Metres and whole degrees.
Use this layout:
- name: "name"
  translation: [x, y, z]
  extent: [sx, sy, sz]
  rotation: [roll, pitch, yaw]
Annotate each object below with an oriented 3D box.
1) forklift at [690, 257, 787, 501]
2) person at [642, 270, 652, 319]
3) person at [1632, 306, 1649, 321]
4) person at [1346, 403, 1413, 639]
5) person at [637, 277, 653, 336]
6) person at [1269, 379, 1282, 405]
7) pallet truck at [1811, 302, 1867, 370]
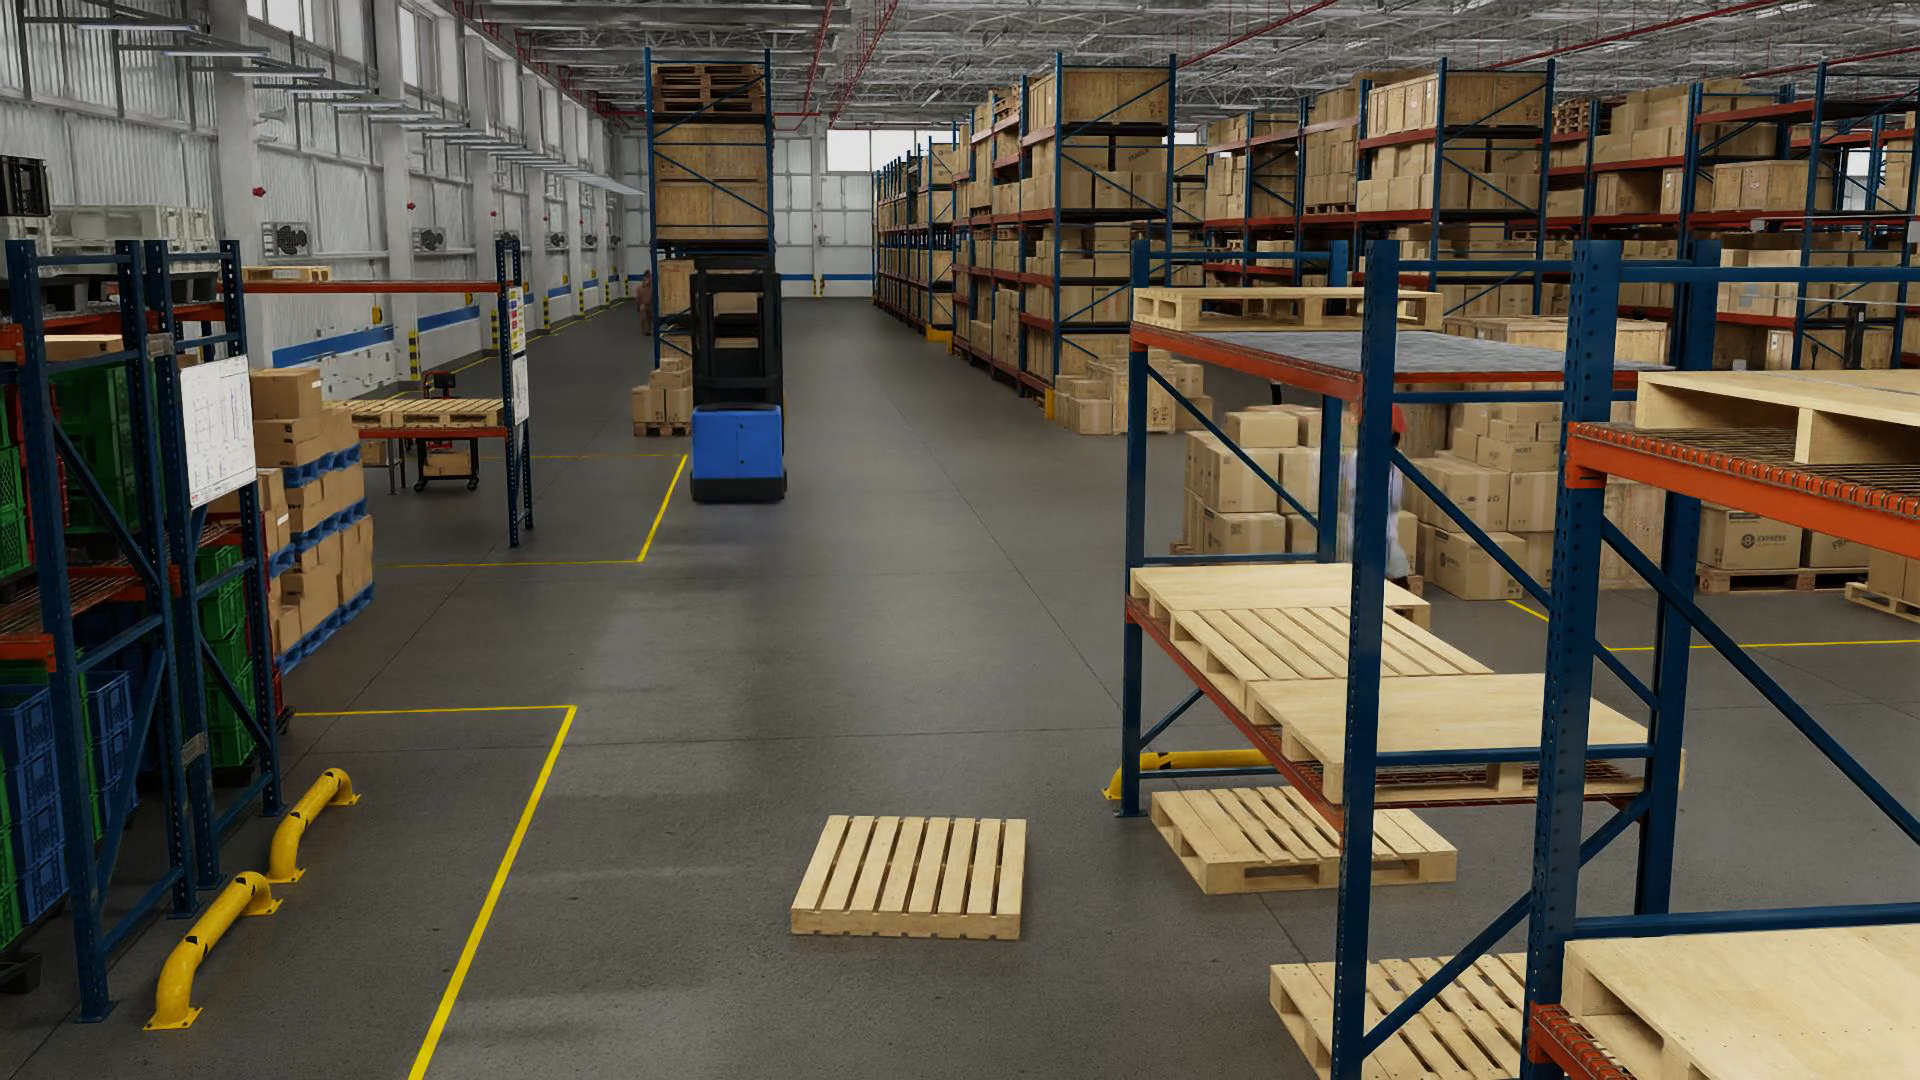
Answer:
- name: "forklift"
  translation: [-2.650, -1.955, 19.765]
  extent: [1.129, 2.768, 1.873]
  rotation: [-1, 10, -6]
- name: "person"
  translation: [-12.089, -9.523, 64.449]
  extent: [0.400, 1.894, 0.653]
  rotation: [8, 13, 39]
- name: "person"
  translation: [12.541, -3.411, 30.754]
  extent: [0.430, 1.835, 0.628]
  rotation: [1, 10, 8]
- name: "person"
  translation: [2.983, -0.005, 11.649]
  extent: [0.554, 1.908, 0.779]
  rotation: [-6, 12, -30]
- name: "person"
  translation: [-9.921, -7.407, 52.840]
  extent: [0.646, 1.857, 1.037]
  rotation: [-4, 11, -22]
- name: "person"
  translation: [5.373, -2.925, 28.424]
  extent: [0.319, 1.696, 0.532]
  rotation: [0, 10, 0]
- name: "pallet truck"
  translation: [15.846, -3.142, 28.793]
  extent: [1.885, 1.965, 0.823]
  rotation: [2, 10, 12]
